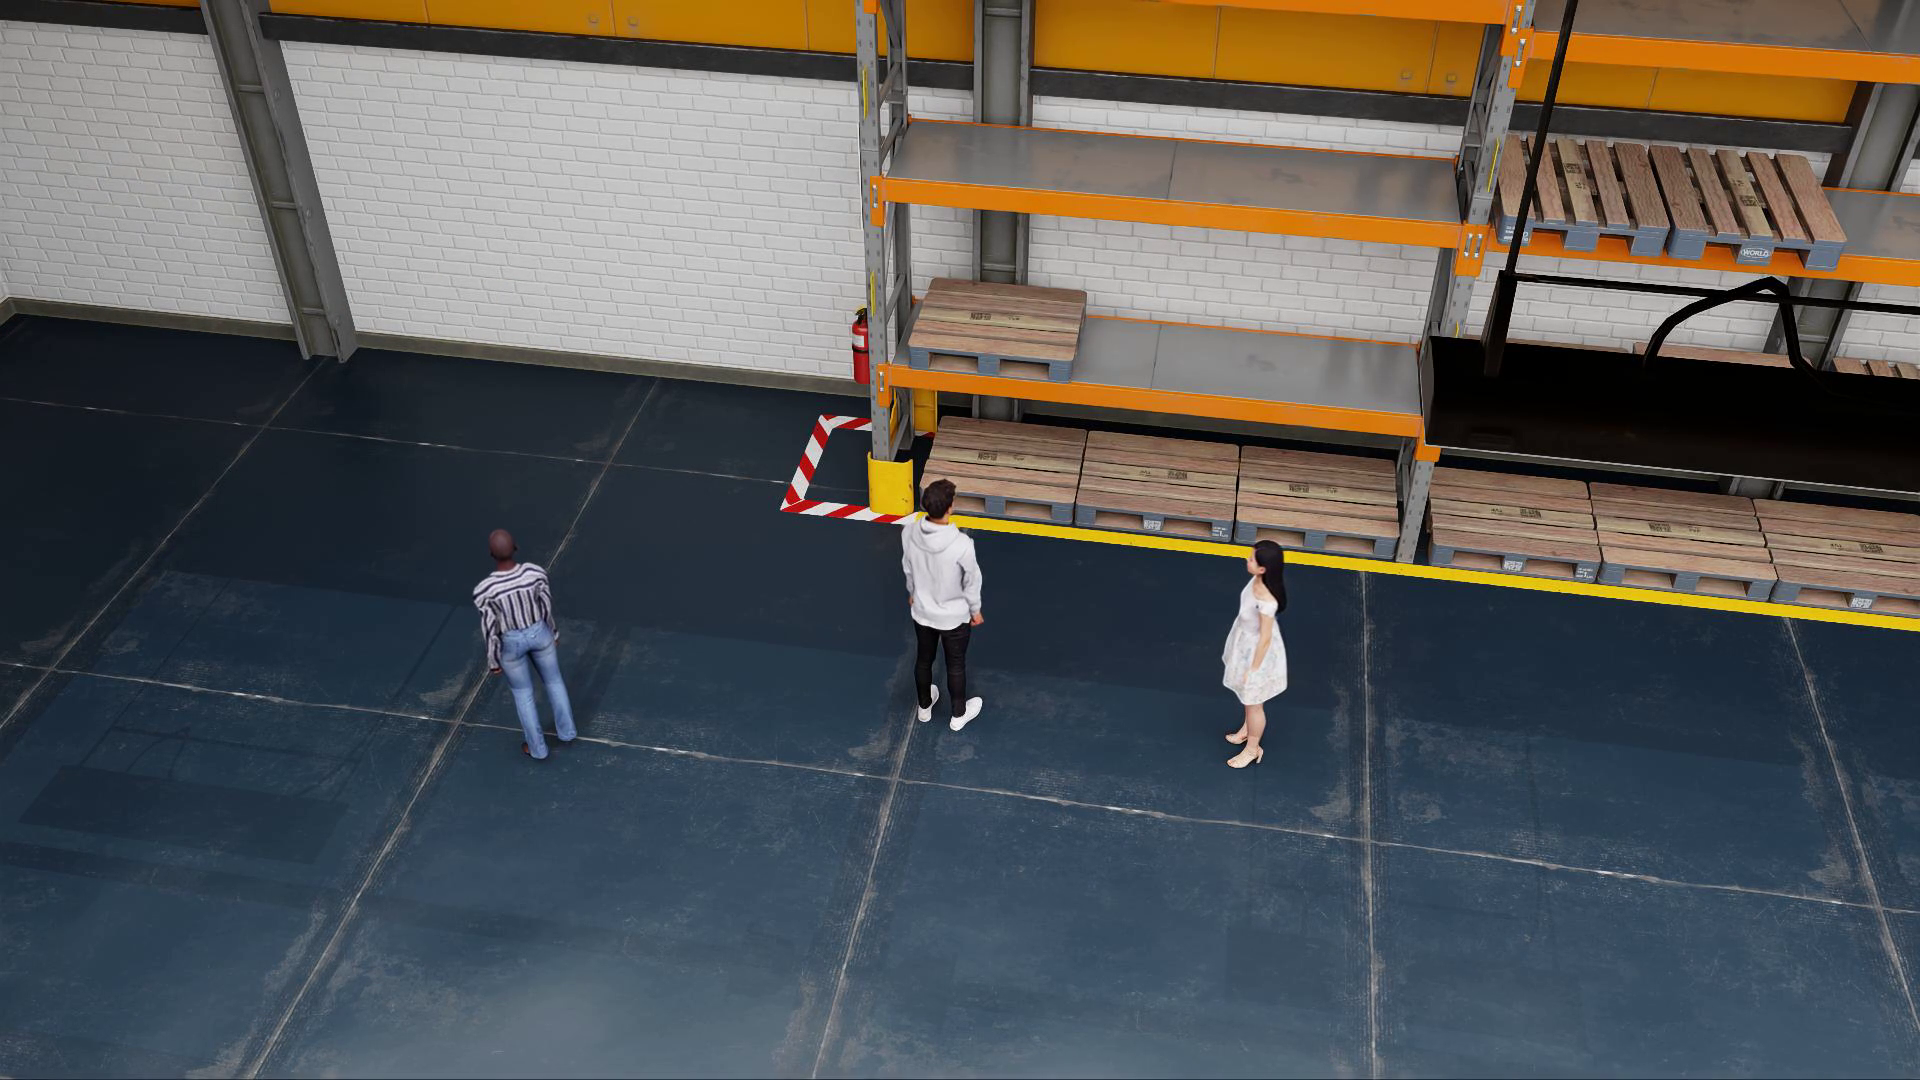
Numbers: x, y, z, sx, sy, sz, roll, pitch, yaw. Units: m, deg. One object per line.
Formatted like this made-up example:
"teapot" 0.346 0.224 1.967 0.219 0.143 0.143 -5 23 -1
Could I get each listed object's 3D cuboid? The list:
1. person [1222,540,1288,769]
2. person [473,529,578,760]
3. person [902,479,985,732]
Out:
"person" 1.833 0.715 10.363 0.628 1.773 0.645 5 39 6
"person" -2.722 0.663 10.411 0.698 1.794 0.759 -24 45 -27
"person" -0.122 0.426 10.600 0.616 1.931 0.787 14 41 17
